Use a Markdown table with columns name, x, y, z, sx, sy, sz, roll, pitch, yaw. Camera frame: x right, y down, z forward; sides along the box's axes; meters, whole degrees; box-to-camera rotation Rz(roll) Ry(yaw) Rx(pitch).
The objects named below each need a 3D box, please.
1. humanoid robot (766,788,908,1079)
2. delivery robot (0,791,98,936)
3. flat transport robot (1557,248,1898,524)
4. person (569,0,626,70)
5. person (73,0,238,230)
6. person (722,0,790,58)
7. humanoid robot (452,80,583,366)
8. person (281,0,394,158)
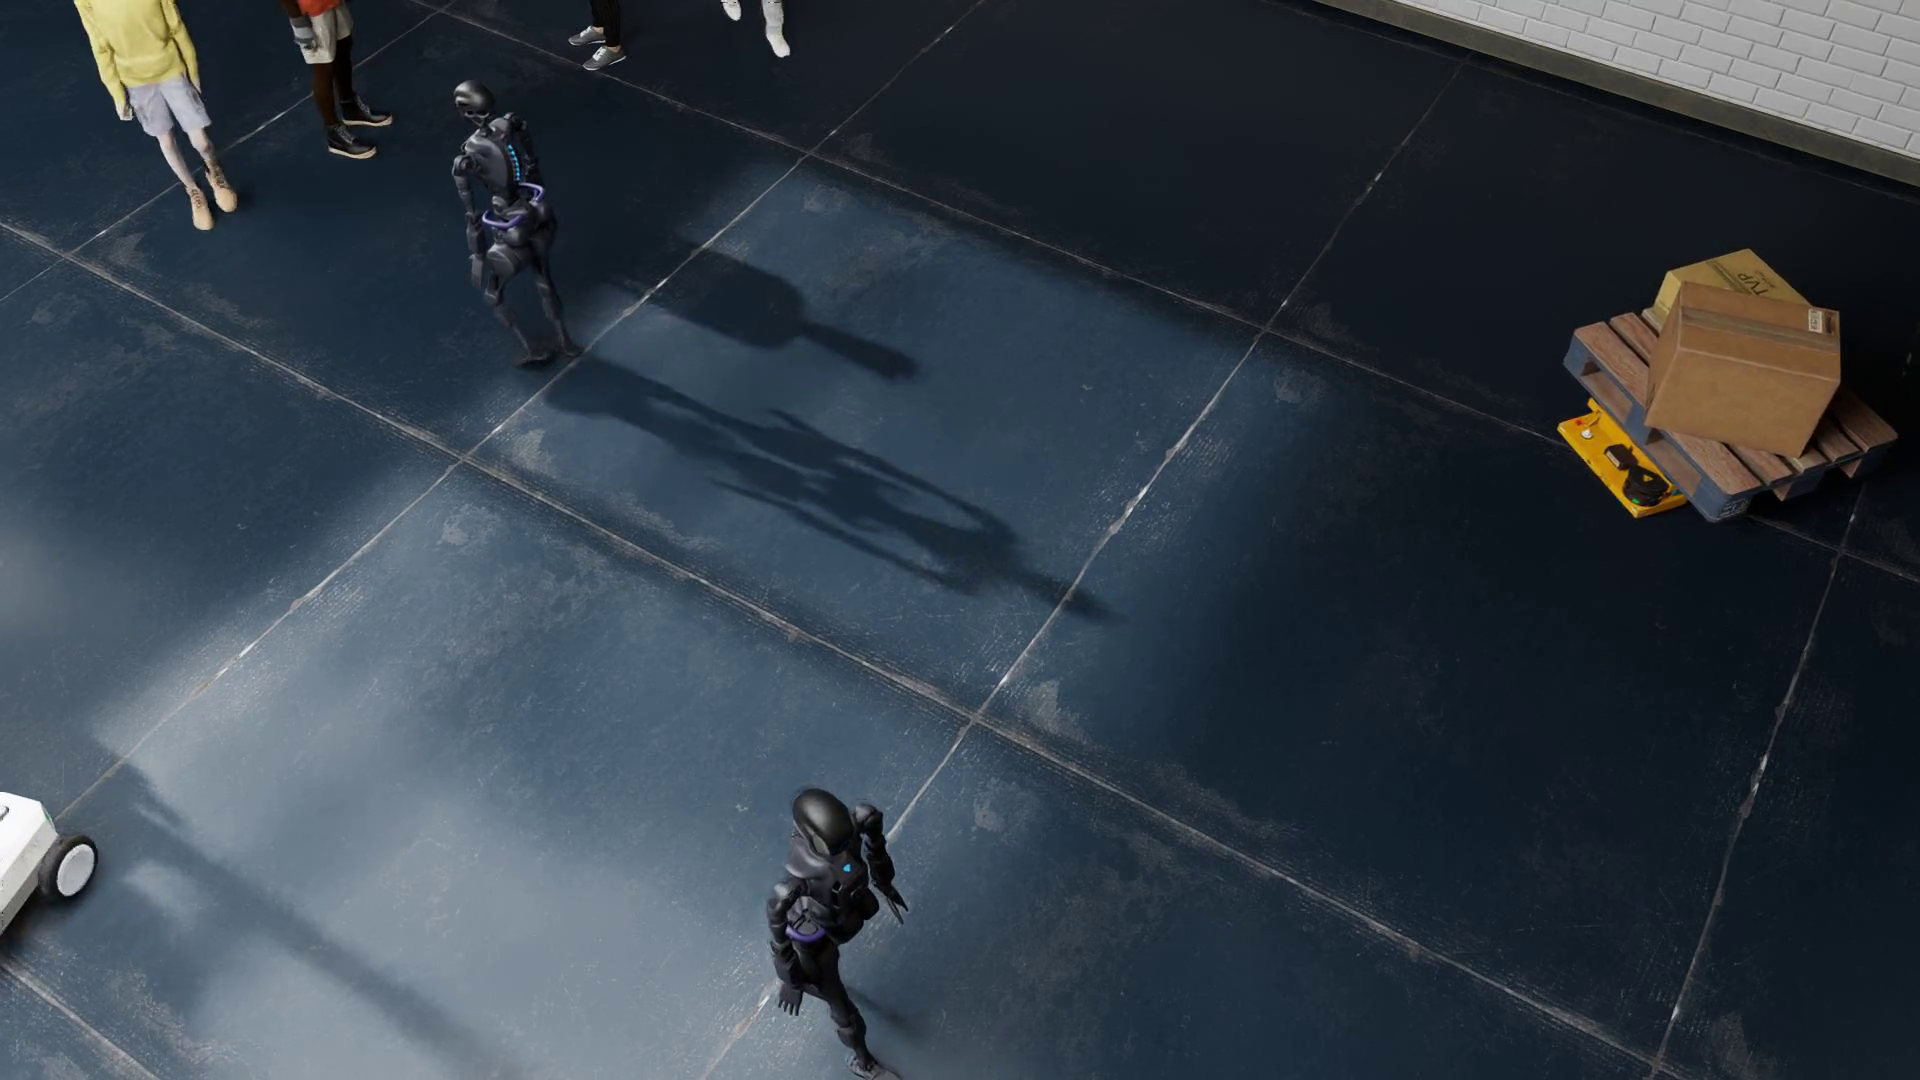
| name | x | y | z | sx | sy | sz | roll | pitch | yaw |
| --- | --- | --- | --- | --- | --- | --- | --- | --- | --- |
| humanoid robot | -0.469 | 1.309 | 5.776 | 0.781 | 1.639 | 0.589 | 31 | 56 | 24 |
| delivery robot | -3.814 | 1.341 | 6.460 | 0.499 | 0.605 | 0.788 | 12 | 50 | 10 |
| flat transport robot | 3.794 | -0.570 | 8.314 | 1.431 | 0.231 | 0.659 | -17 | 51 | -14 |
| person | -2.296 | -3.724 | 10.080 | 0.426 | 1.758 | 0.749 | -18 | 51 | -15 |
| person | -4.329 | -2.483 | 8.925 | 0.484 | 1.876 | 0.449 | -17 | 51 | -14 |
| person | -1.336 | -3.909 | 10.152 | 0.584 | 1.899 | 0.632 | -21 | 52 | -17 |
| humanoid robot | -2.197 | -1.537 | 8.219 | 0.377 | 1.647 | 0.605 | 20 | 52 | 16 |
| person | -3.638 | -3.082 | 9.396 | 0.376 | 1.956 | 0.600 | 5 | 49 | 4 |
